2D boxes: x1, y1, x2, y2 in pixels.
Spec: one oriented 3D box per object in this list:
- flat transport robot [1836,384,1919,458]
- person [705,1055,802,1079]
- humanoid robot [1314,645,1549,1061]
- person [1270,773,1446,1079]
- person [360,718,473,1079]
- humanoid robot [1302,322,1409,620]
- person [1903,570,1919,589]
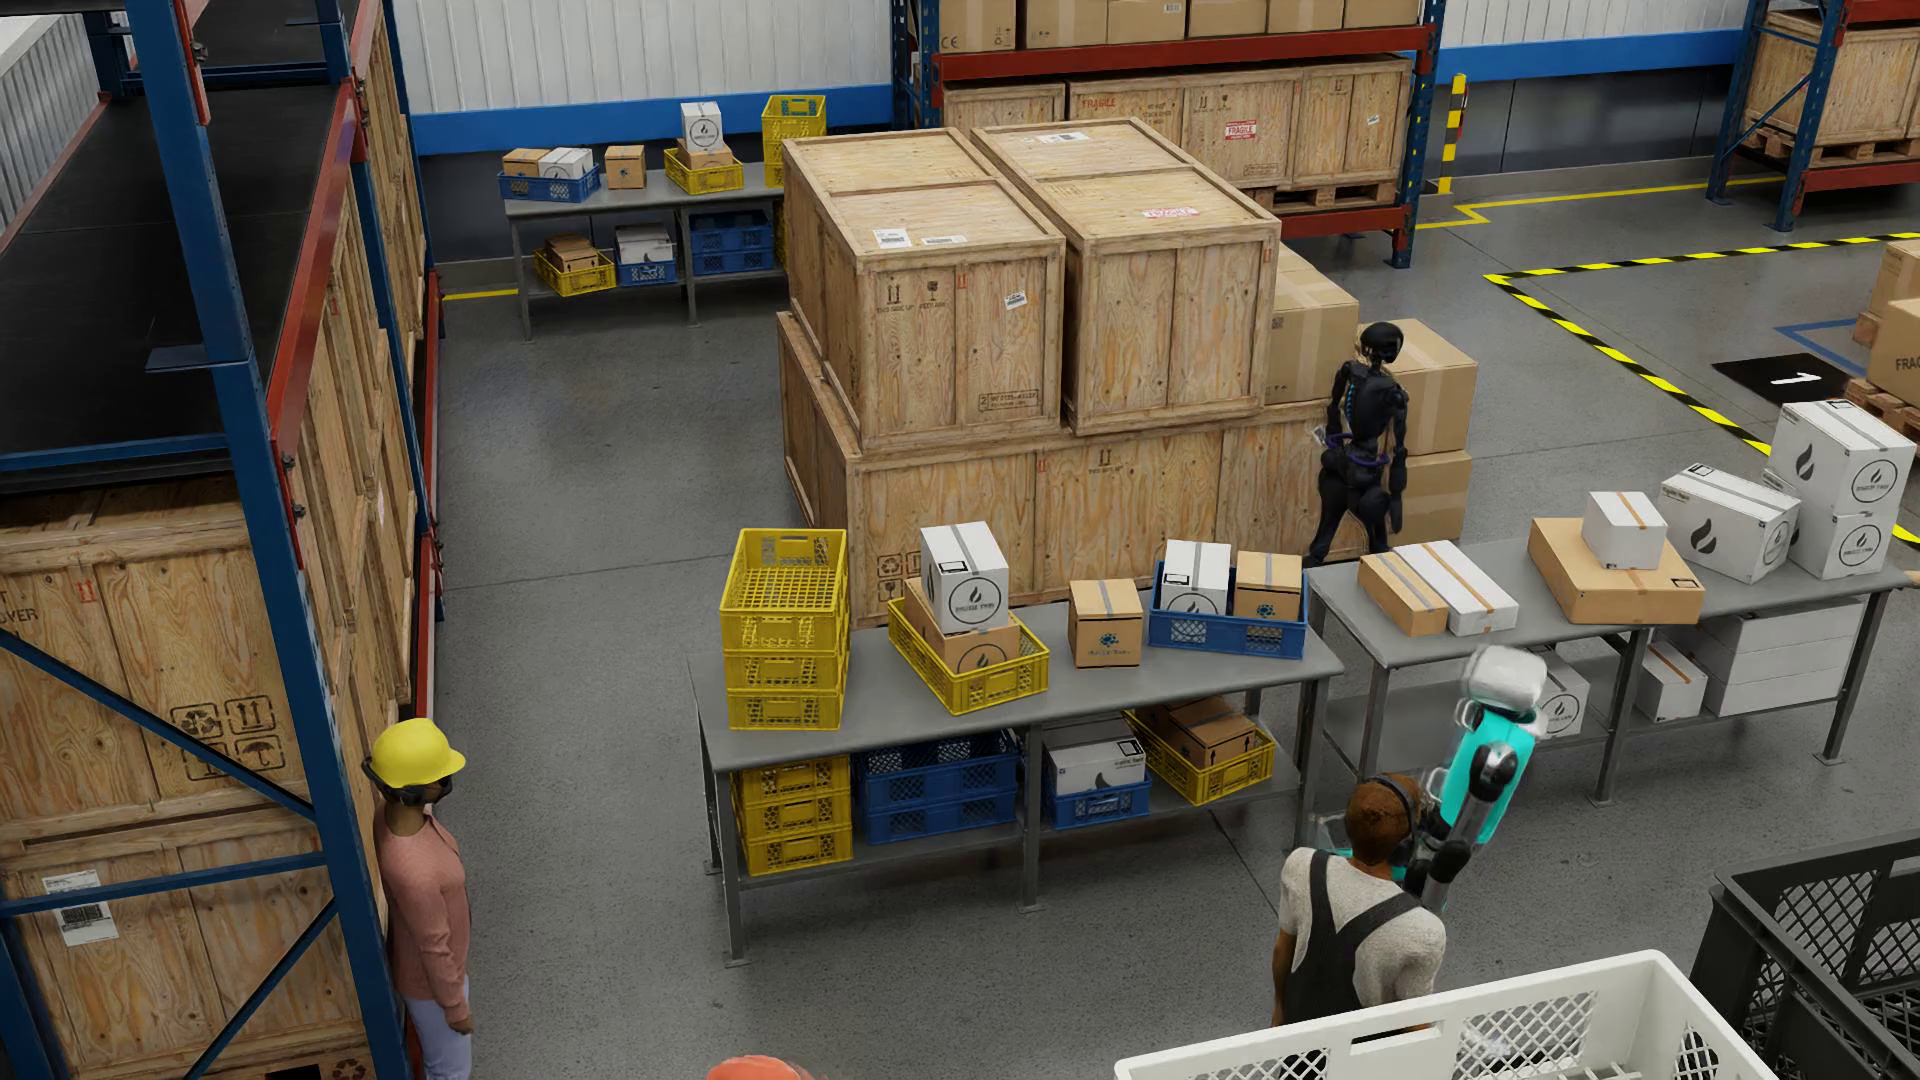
[{"bbox_3d":[6.147,-0.630,10.232,0.652,0.197,1.431,-7,30,-13],"label":"flat transport robot"},{"bbox_3d":[-0.283,1.954,3.864,0.648,1.909,0.568,5,29,9],"label":"person"},{"bbox_3d":[1.469,1.071,5.651,0.995,1.733,0.549,13,31,22],"label":"humanoid robot"},{"bbox_3d":[1.117,1.459,4.847,0.505,1.838,0.340,25,37,37],"label":"person"},{"bbox_3d":[-1.614,1.310,5.198,0.335,1.761,0.524,-11,31,-20],"label":"person"},{"bbox_3d":[1.986,-0.336,8.323,0.796,1.635,0.603,-15,32,-24],"label":"humanoid robot"},{"bbox_3d":[5.200,-0.558,8.294,0.374,2.041,0.613,1,29,2],"label":"person"}]
